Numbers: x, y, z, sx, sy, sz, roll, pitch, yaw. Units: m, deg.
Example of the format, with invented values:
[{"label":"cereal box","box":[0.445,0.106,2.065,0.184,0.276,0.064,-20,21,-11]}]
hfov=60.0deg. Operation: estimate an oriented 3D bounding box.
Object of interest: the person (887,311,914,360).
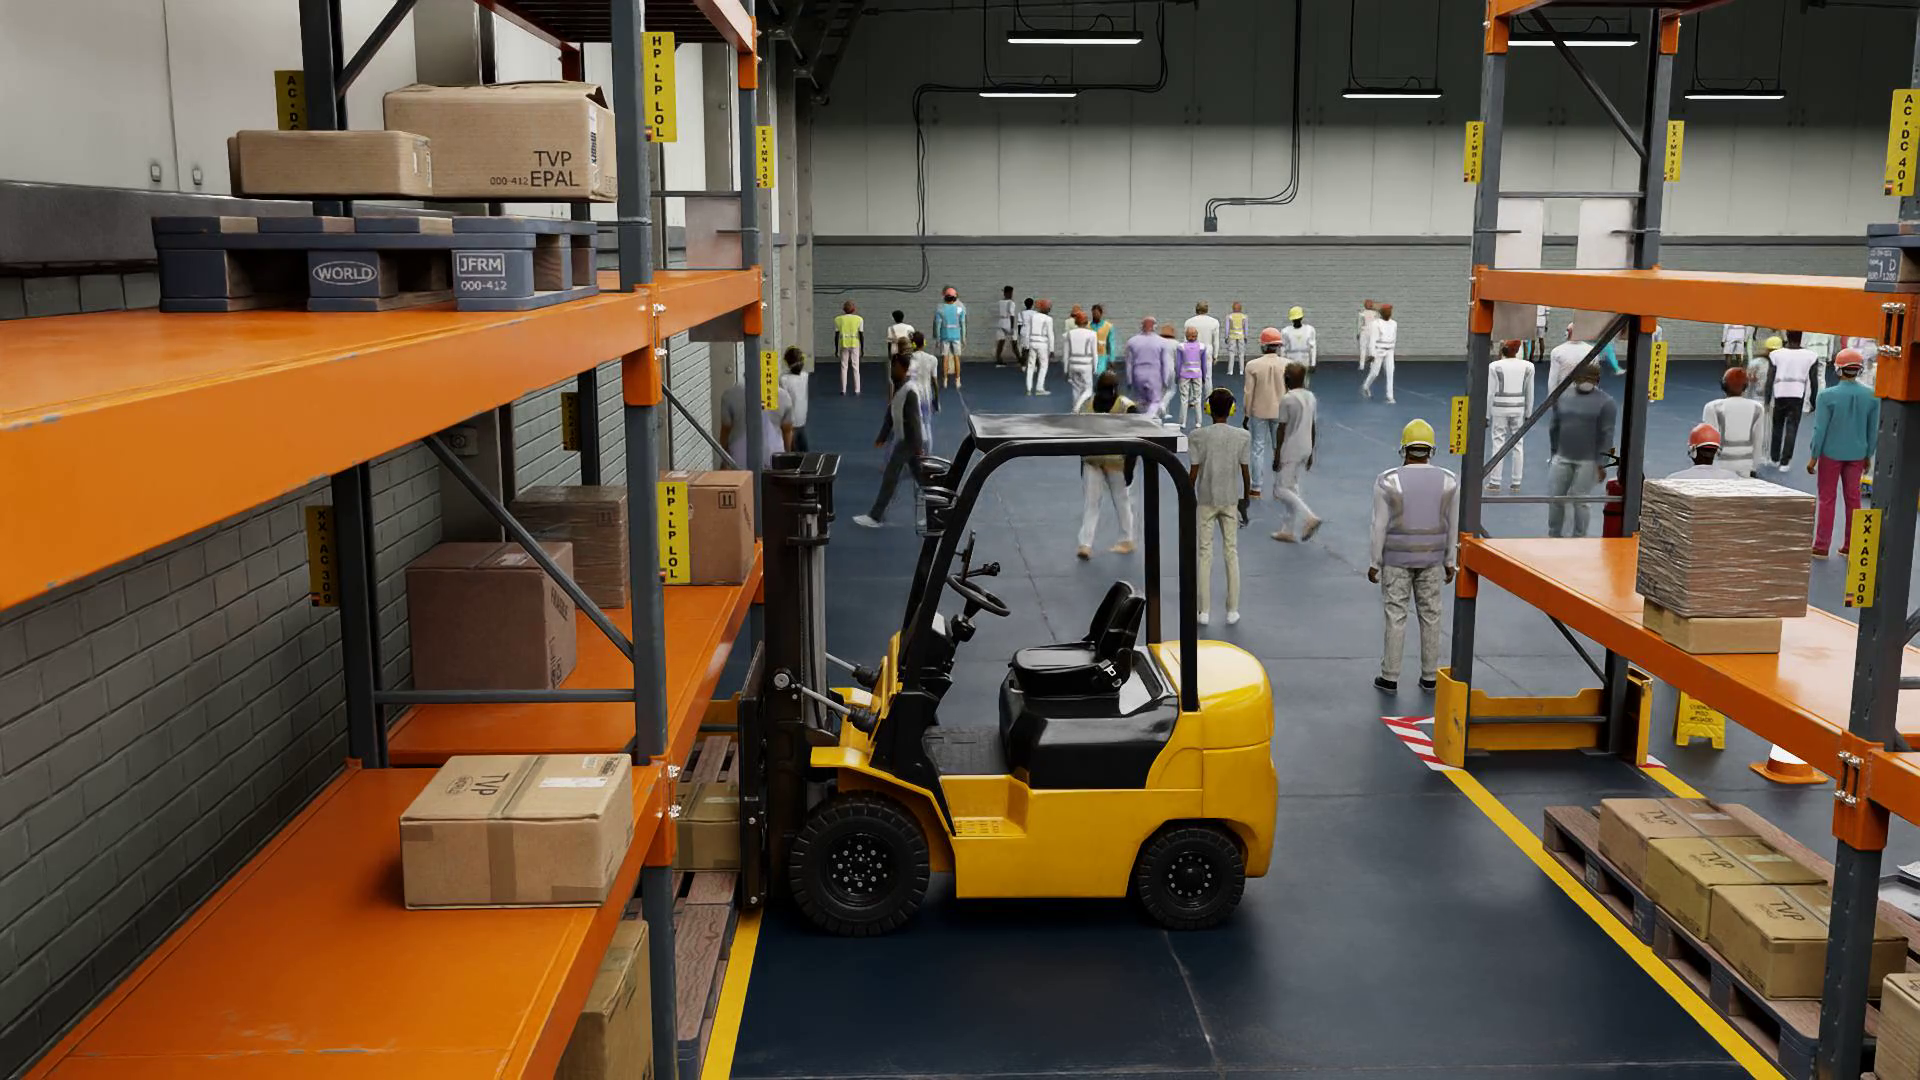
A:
[{"label":"person","box":[-1.152,-3.652,32.481,0.563,1.641,0.864,-1,10,-5]}]

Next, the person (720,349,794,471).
[{"label":"person","box":[-1.913,-0.821,15.631,0.690,2.000,0.605,-4,11,-20]}]

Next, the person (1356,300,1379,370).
[{"label":"person","box":[9.530,-4.793,38.879,0.522,1.639,0.305,0,10,-3]}]

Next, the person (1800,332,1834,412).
[{"label":"person","box":[15.046,-3.206,29.250,0.596,1.920,0.379,0,10,-3]}]

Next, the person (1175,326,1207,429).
[{"label":"person","box":[3.695,-2.598,26.648,0.522,1.639,0.305,0,10,-3]}]

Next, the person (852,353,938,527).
[{"label":"person","box":[-0.607,-1.038,17.394,1.020,1.842,0.624,-1,10,-8]}]

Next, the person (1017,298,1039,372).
[{"label":"person","box":[1.582,-4.715,38.287,0.540,1.696,0.315,0,10,-3]}]

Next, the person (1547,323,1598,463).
[{"label":"person","box":[8.201,-1.961,22.358,0.651,1.907,0.409,0,10,-3]}]

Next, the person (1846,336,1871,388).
[{"label":"person","box":[16.904,-3.435,31.341,0.531,1.623,0.578,-9,13,-40]}]

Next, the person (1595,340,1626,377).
[{"label":"person","box":[14.501,-4.540,37.069,0.520,1.775,1.019,-9,14,-41]}]

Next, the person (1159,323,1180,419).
[{"label":"person","box":[3.462,-2.832,28.001,0.506,1.621,0.530,7,12,34]}]

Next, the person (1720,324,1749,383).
[{"label":"person","box":[16.277,-4.240,34.968,0.551,1.936,0.356,0,10,-3]}]

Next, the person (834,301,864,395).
[{"label":"person","box":[-2.154,-3.729,32.373,0.569,1.844,0.378,0,10,-3]}]

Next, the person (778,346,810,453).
[{"label":"person","box":[-1.868,-1.281,18.779,0.464,1.829,0.555,7,12,35]}]

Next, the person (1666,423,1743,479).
[{"label":"person","box":[5.081,0.067,11.482,0.572,1.750,0.330,0,10,-3]}]

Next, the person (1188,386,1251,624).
[{"label":"person","box":[2.014,-0.268,13.027,0.531,1.870,0.316,0,10,-3]}]

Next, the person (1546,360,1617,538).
[{"label":"person","box":[5.823,-0.751,15.643,0.667,1.897,0.472,10,14,44]}]

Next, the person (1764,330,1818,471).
[{"label":"person","box":[10.950,-1.870,21.909,0.624,1.873,0.921,5,11,28]}]

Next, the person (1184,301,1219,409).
[{"label":"person","box":[4.310,-3.303,29.742,0.635,1.939,0.359,0,10,-3]}]

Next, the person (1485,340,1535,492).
[{"label":"person","box":[6.551,-1.507,19.887,0.584,1.883,0.345,0,10,-3]}]

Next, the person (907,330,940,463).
[{"label":"person","box":[-0.507,-1.844,21.932,0.515,1.841,0.821,-4,11,-19]}]

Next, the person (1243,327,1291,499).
[{"label":"person","box":[3.595,-1.469,19.360,0.622,1.996,0.368,0,10,-3]}]

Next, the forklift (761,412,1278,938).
[{"label":"forklift","box":[0.291,0.548,7.580,2.313,2.155,1.214,0,10,-2]}]

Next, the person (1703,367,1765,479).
[{"label":"person","box":[7.176,-0.692,15.514,0.603,1.827,1.006,1,10,3]}]

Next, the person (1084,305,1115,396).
[{"label":"person","box":[2.393,-3.217,29.464,0.581,1.862,0.984,7,12,33]}]

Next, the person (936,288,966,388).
[{"label":"person","box":[-0.194,-4.136,34.095,0.614,2.042,0.373,0,10,-3]}]

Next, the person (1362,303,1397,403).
[{"label":"person","box":[7.879,-3.501,31.098,0.579,1.860,0.863,-3,11,-18]}]

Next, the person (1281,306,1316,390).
[{"label":"person","box":[5.765,-3.044,28.403,0.601,1.903,0.601,1,10,4]}]

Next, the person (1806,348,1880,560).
[{"label":"person","box":[8.298,-0.804,15.666,0.622,1.993,0.382,0,10,-3]}]

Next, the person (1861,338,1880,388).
[{"label":"person","box":[17.441,-3.589,31.977,0.488,1.705,0.532,-1,10,-4]}]

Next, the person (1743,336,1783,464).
[{"label":"person","box":[10.826,-1.877,22.373,0.512,1.721,0.487,-1,10,-4]}]

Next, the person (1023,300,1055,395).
[{"label":"person","box":[1.520,-3.757,32.527,0.658,1.860,0.420,8,13,37]}]

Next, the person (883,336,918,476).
[{"label":"person","box":[-0.721,-1.688,21.123,0.529,1.795,0.809,-9,13,-41]}]

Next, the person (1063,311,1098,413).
[{"label":"person","box":[1.946,-2.780,27.022,0.605,1.867,0.517,5,11,24]}]

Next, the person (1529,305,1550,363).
[{"label":"person","box":[14.200,-5.309,40.924,0.551,1.936,0.356,0,10,-3]}]

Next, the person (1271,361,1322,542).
[{"label":"person","box":[3.331,-0.848,16.385,0.524,1.825,0.589,-8,13,-39]}]

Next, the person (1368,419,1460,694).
[{"label":"person","box":[2.990,0.114,11.001,0.600,1.831,0.404,0,10,-3]}]

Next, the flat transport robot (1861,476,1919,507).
[{"label":"flat transport robot","box":[10.930,-0.576,19.202,0.652,0.197,1.431,-1,10,-3]}]

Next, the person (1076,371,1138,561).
[{"label":"person","box":[1.380,-0.702,15.677,0.654,1.784,0.984,5,11,27]}]

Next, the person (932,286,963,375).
[{"label":"person","box":[-0.326,-4.736,37.446,0.695,2.000,0.995,5,12,28]}]

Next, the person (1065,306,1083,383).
[{"label":"person","box":[2.471,-4.159,35.365,0.507,1.632,0.275,0,10,-3]}]

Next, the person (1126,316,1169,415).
[{"label":"person","box":[2.805,-2.426,25.027,0.651,1.876,0.698,4,11,19]}]

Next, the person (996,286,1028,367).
[{"label":"person","box":[1.202,-5.132,39.987,0.978,1.913,0.610,-10,14,-44]}]

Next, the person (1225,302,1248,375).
[{"label":"person","box":[6.202,-4.515,37.330,0.522,1.639,0.305,0,10,-3]}]

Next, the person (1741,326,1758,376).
[{"label":"person","box":[17.426,-4.554,36.905,0.531,1.870,0.316,0,10,-3]}]
